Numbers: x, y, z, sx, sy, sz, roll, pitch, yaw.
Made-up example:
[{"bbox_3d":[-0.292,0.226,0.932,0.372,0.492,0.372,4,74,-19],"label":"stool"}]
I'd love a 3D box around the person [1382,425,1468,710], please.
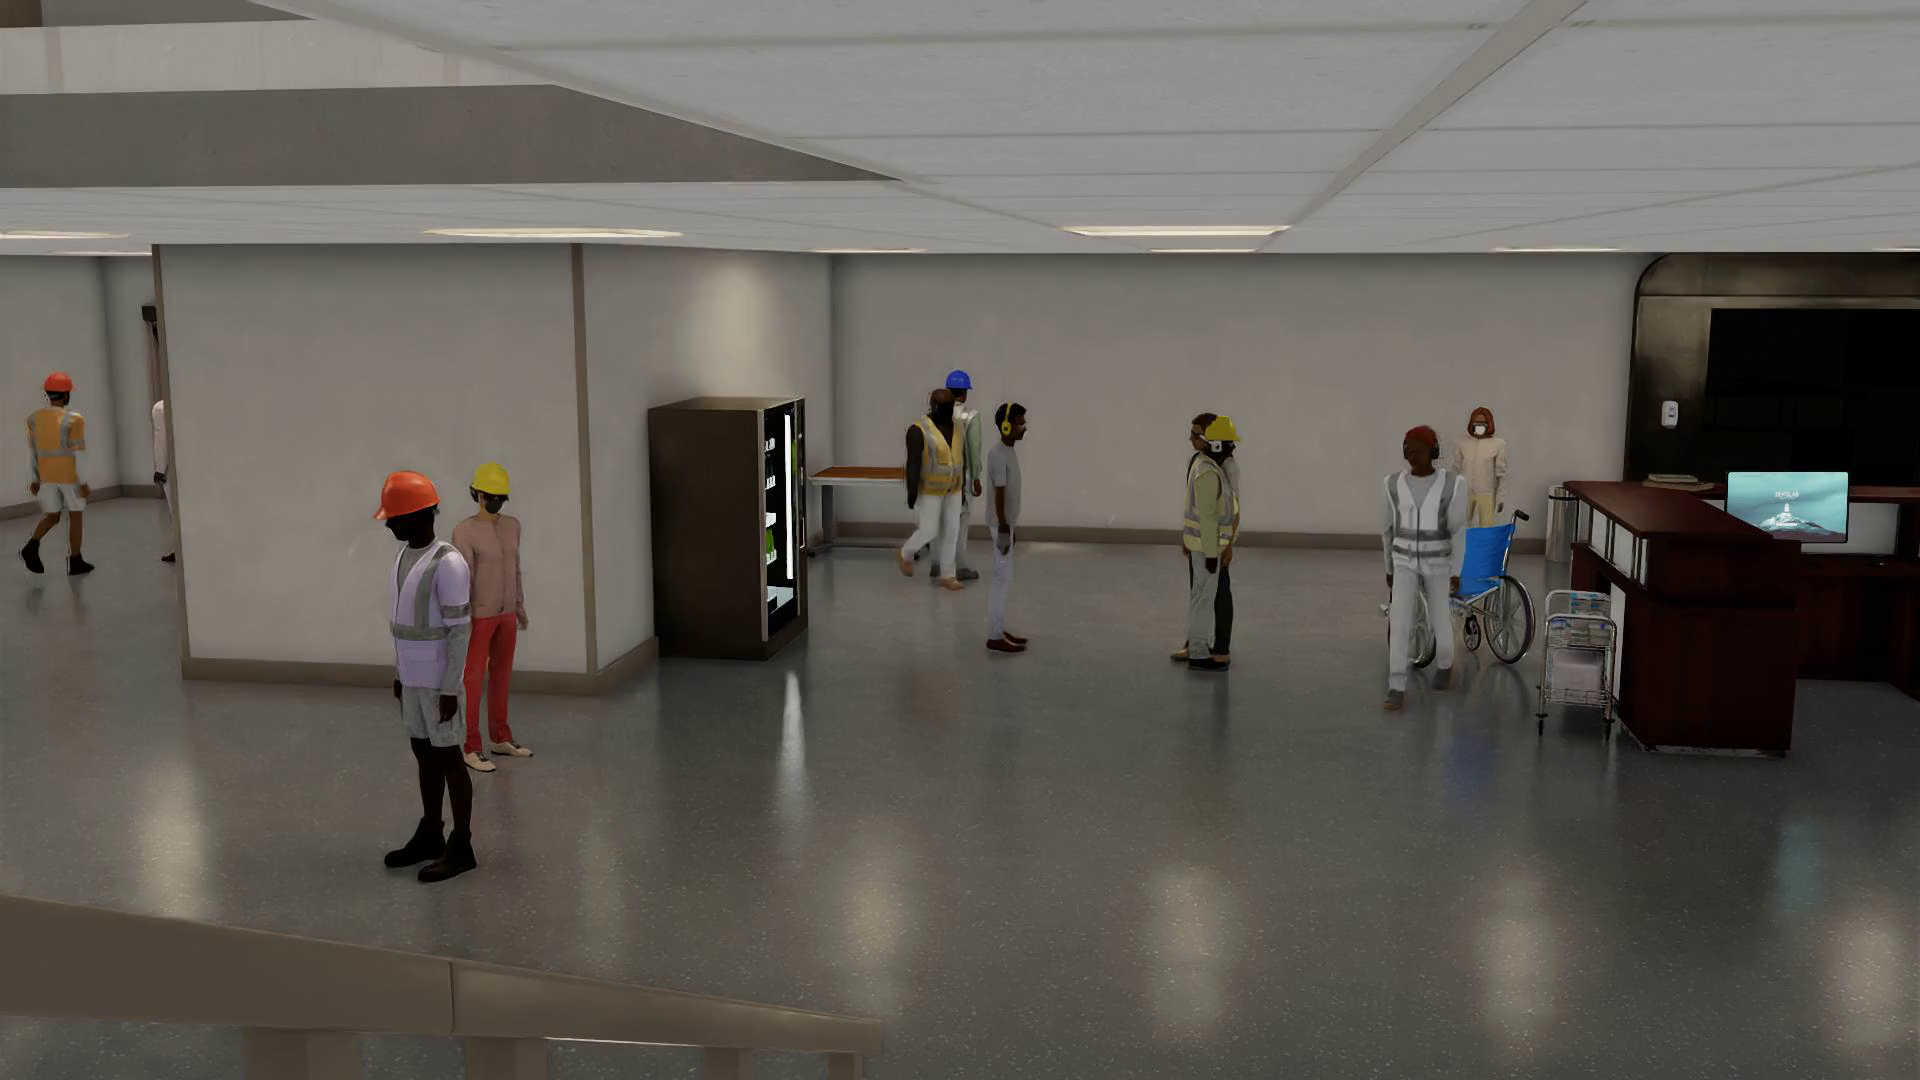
[{"bbox_3d":[3.077,0.153,11.002,0.576,1.855,0.893,5,10,28],"label":"person"}]

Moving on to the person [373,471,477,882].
[{"bbox_3d":[-2.510,0.632,7.788,0.542,1.929,0.374,9,13,44],"label":"person"}]

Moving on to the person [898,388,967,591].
[{"bbox_3d":[-0.242,-0.467,14.924,0.652,1.817,0.650,-7,12,-38],"label":"person"}]

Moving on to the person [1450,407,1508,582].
[{"bbox_3d":[4.687,-0.392,15.056,0.504,1.627,0.285,6,11,31],"label":"person"}]

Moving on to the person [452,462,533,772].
[{"bbox_3d":[-2.677,0.428,9.554,0.329,1.765,0.526,5,10,27],"label":"person"}]

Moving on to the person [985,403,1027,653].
[{"bbox_3d":[0.347,-0.096,12.479,0.311,1.865,0.532,1,9,7],"label":"person"}]

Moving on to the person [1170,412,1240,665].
[{"bbox_3d":[1.786,0.001,11.942,0.347,1.842,0.505,-6,11,-33],"label":"person"}]

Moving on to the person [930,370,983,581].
[{"bbox_3d":[-0.044,-0.600,15.400,0.621,1.935,0.436,8,12,42],"label":"person"}]

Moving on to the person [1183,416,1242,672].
[{"bbox_3d":[1.795,0.022,11.890,0.404,1.825,0.595,1,9,6],"label":"person"}]

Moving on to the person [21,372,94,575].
[{"bbox_3d":[-8.386,-0.588,15.369,0.556,1.919,0.692,1,9,7],"label":"person"}]
